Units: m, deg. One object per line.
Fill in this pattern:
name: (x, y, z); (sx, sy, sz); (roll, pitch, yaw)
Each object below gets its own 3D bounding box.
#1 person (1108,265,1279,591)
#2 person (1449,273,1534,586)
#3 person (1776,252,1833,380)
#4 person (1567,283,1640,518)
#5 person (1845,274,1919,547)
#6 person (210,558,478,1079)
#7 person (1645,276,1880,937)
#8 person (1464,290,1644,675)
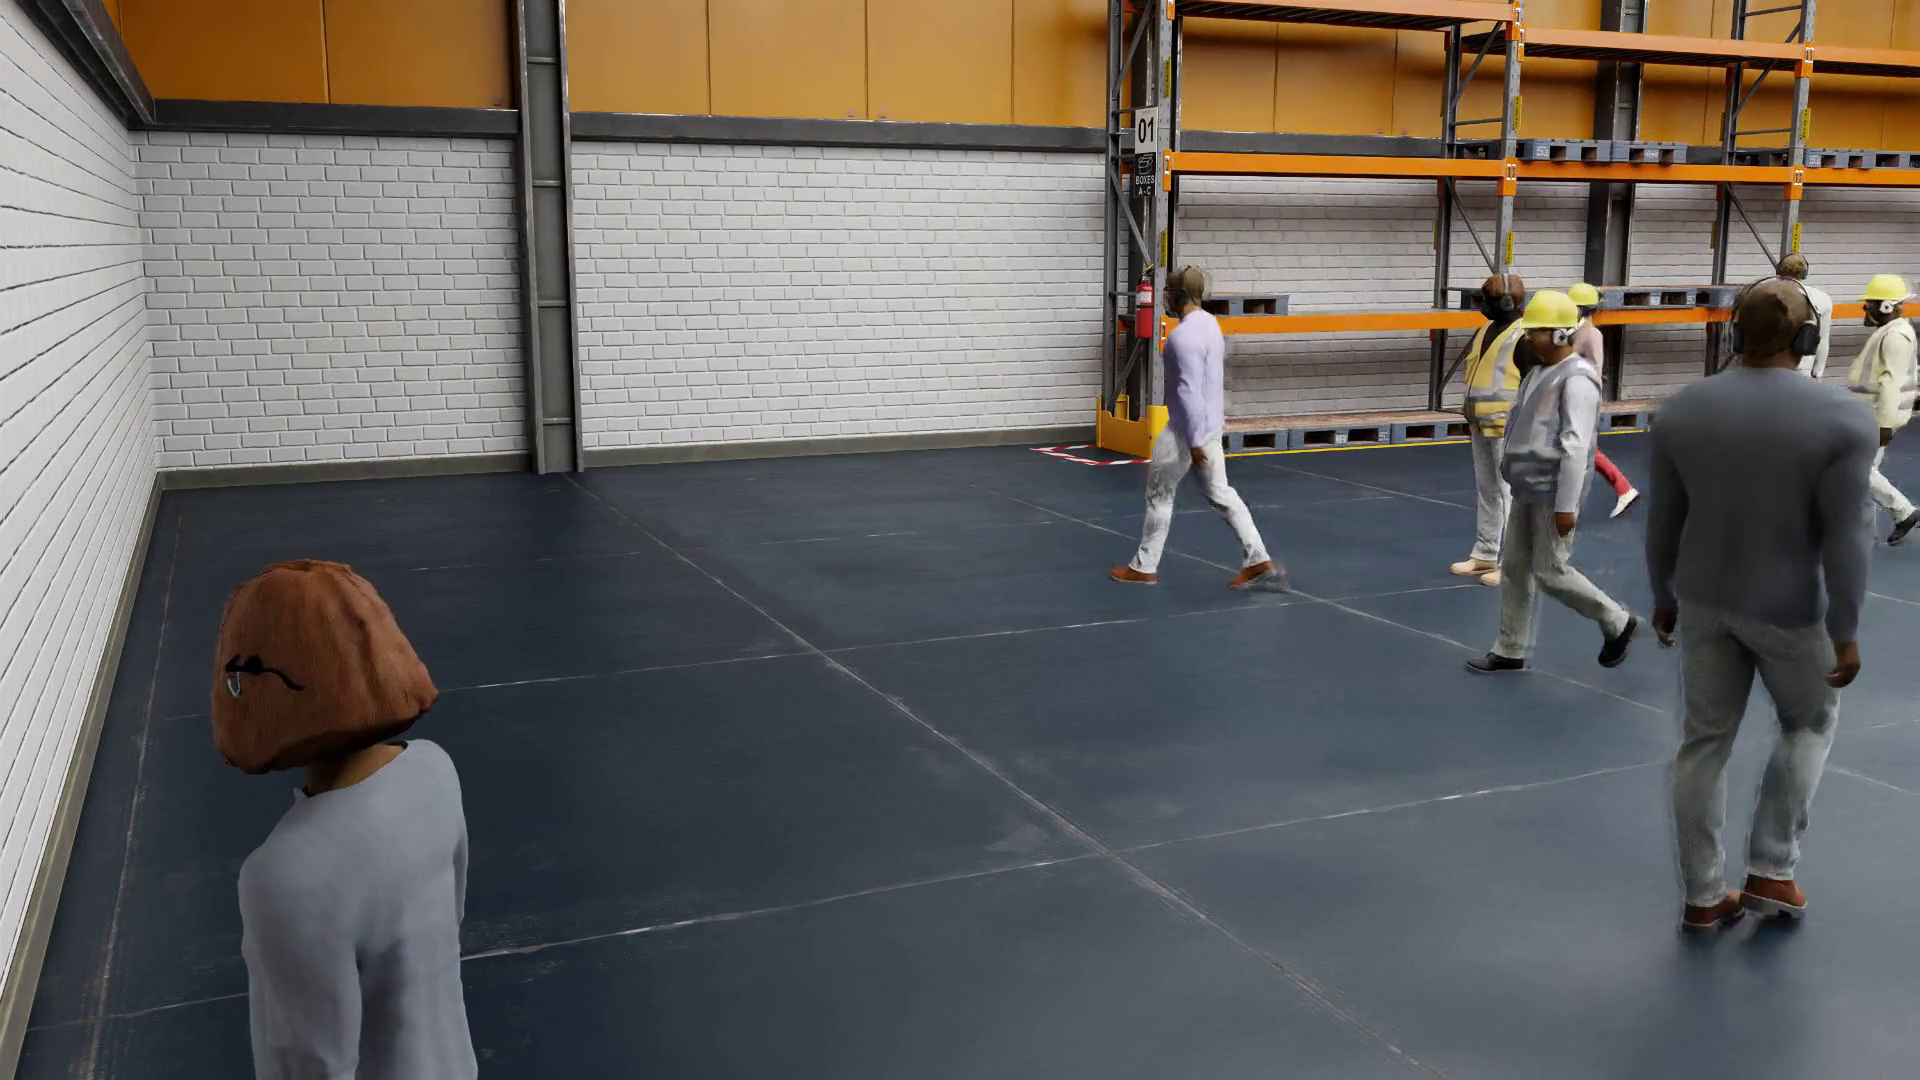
person: (1.395, -0.639, 9.645); (0.986, 1.902, 0.632); (6, 12, 28)
person: (3.199, -0.652, 9.859); (0.430, 1.840, 0.624); (-2, 10, -11)
person: (6.737, -1.373, 13.595); (0.631, 1.940, 0.372); (2, 10, 11)
person: (4.556, -0.998, 12.086); (0.848, 1.739, 0.528); (1, 10, 7)
person: (6.019, -0.819, 10.840); (0.470, 1.812, 0.609); (4, 11, 23)
person: (-0.774, 0.829, 2.177); (0.280, 1.631, 0.504); (1, 10, 4)
person: (2.330, 0.200, 4.868); (0.583, 1.919, 0.667); (-9, 14, -42)
person: (2.765, -0.242, 7.655); (0.710, 1.808, 0.596); (0, 10, -2)
